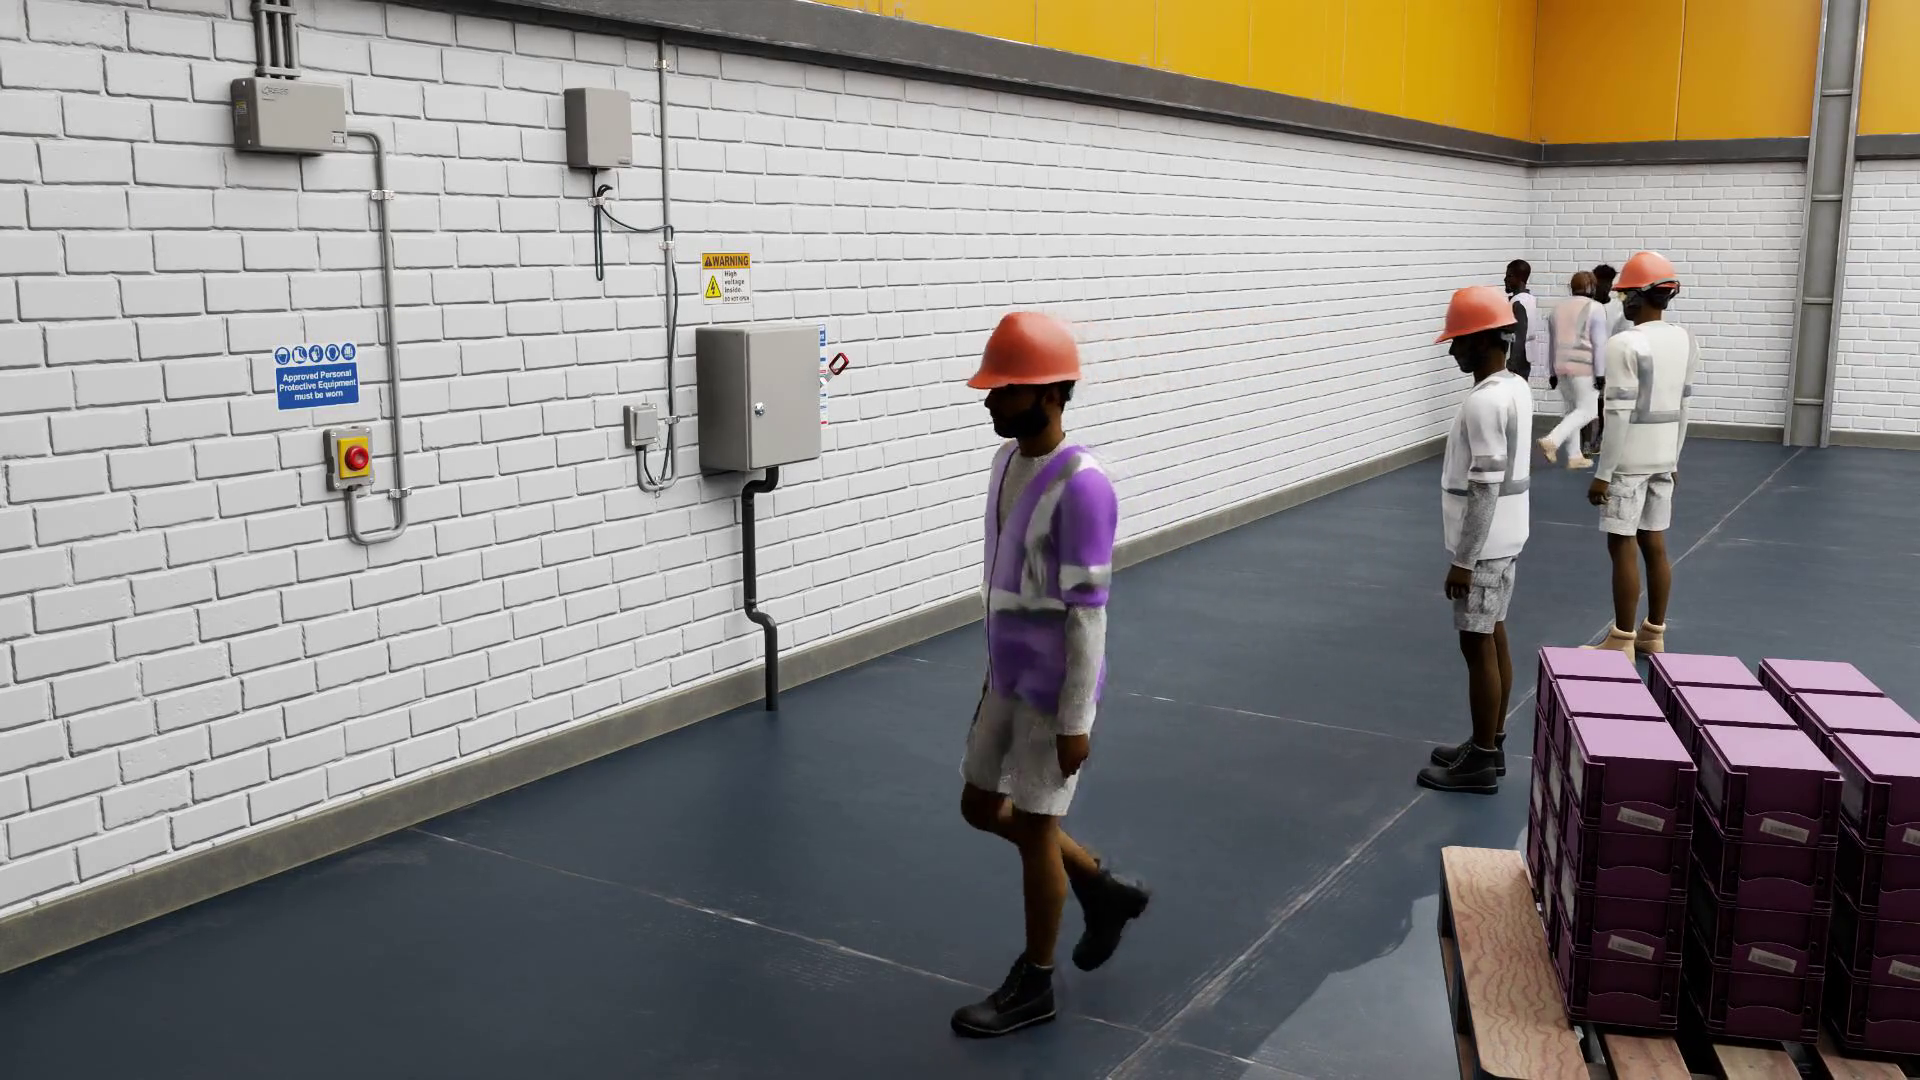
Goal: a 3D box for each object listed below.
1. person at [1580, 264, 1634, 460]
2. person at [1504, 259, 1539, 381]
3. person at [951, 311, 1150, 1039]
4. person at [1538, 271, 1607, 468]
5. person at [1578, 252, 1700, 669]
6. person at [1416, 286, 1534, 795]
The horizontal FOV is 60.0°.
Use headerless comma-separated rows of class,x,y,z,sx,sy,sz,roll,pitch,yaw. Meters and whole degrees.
person,6.145,-1.697,15.940,0.619,1.889,1.060,5,11,25
person,5.258,-1.677,15.701,0.389,1.919,0.592,4,11,20
person,0.244,0.360,4.401,0.541,1.924,0.571,-4,11,-22
person,5.587,-1.540,15.189,0.646,1.827,0.646,-4,11,-23
person,3.317,-0.385,8.192,0.616,2.041,0.378,-7,12,-32
person,1.964,0.006,6.344,0.372,1.930,0.543,6,12,28
